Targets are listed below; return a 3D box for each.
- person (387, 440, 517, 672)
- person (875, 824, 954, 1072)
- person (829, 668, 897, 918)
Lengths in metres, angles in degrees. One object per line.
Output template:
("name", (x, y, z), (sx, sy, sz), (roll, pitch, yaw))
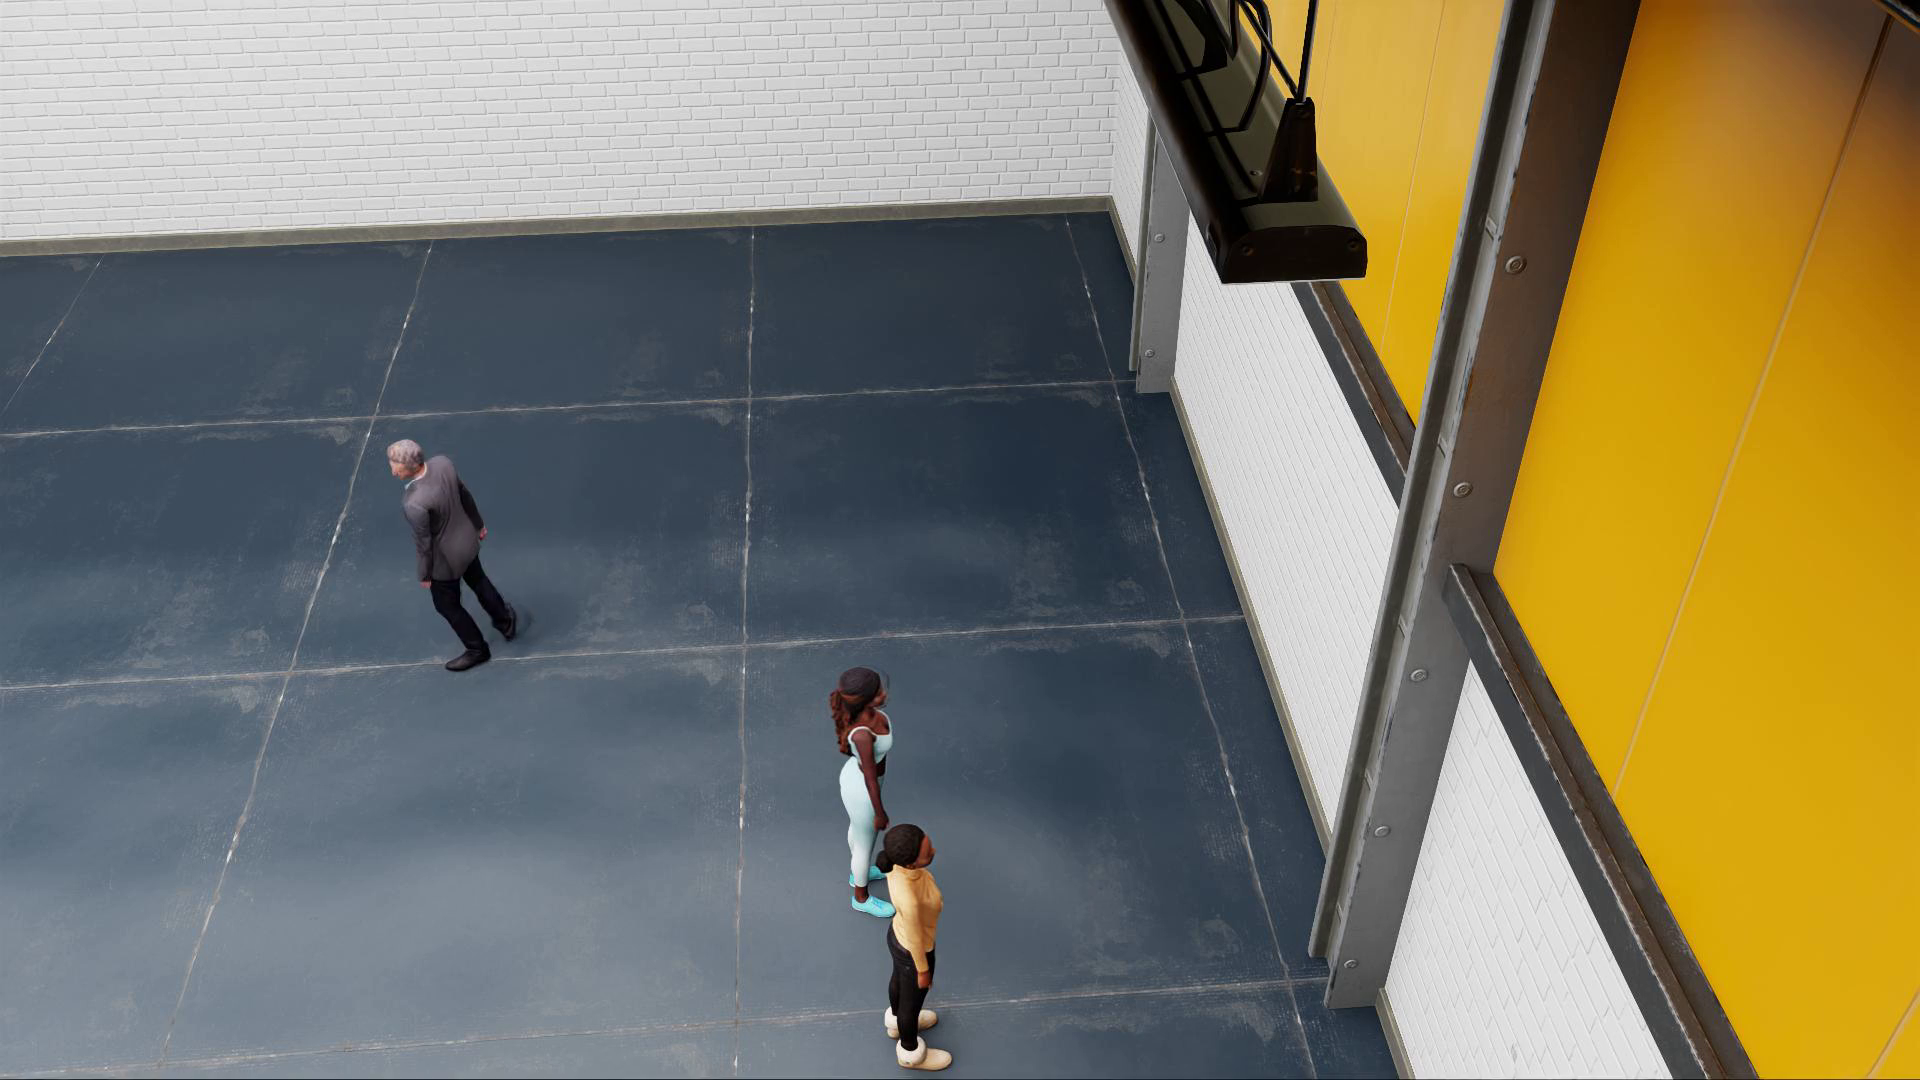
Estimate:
("person", (-3.210, 0.046, 10.613), (1.037, 1.803, 0.715), (15, 41, 18))
("person", (-0.252, 2.007, 8.273), (0.684, 1.659, 0.534), (-8, 39, -10))
("person", (-0.518, 1.353, 9.039), (0.629, 1.725, 0.487), (-6, 39, -8))
